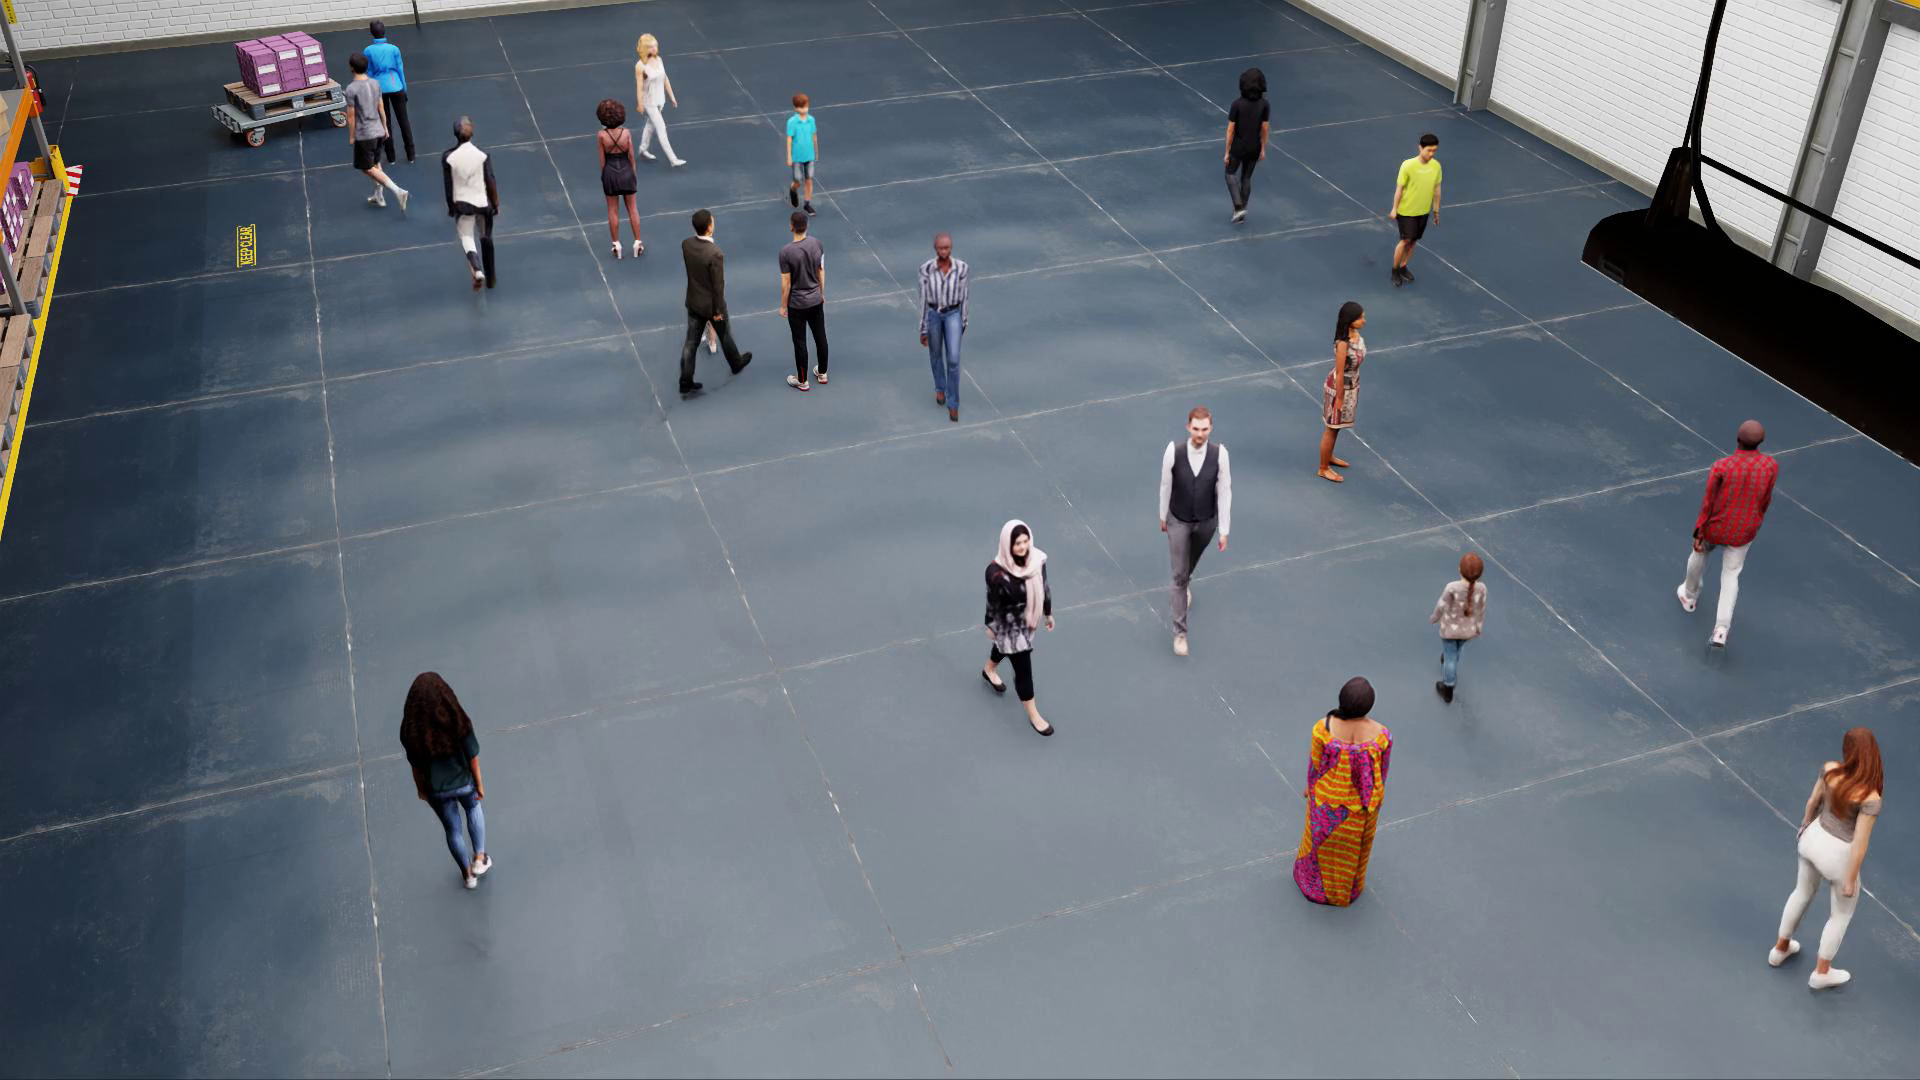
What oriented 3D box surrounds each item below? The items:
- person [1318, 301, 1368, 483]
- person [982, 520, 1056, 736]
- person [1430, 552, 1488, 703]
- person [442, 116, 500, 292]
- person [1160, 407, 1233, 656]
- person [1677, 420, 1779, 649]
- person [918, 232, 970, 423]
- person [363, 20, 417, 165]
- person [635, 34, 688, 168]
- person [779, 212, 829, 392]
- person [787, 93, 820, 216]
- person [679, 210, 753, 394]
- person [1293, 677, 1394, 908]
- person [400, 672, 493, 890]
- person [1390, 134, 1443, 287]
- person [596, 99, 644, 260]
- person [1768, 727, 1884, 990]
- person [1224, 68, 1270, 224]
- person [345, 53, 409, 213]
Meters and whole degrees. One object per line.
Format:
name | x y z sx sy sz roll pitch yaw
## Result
person | 3.313 -1.319 14.464 0.774 1.645 0.704 13 36 19
person | 0.349 0.523 11.744 0.878 1.588 1.180 -25 41 -32
person | 3.584 0.650 11.925 0.585 1.176 0.761 -3 34 -5
person | -5.128 -3.484 17.508 0.699 1.881 0.890 -10 35 -14
person | 1.756 -0.200 12.565 0.993 1.884 1.354 1 34 1
person | 5.757 -0.042 12.402 1.083 1.801 1.273 8 34 11
person | -0.179 -2.048 15.451 0.780 1.767 0.984 -2 34 -3
person | -7.134 -5.590 20.752 0.596 1.797 0.550 -13 36 -19
person | -3.879 -5.484 20.746 1.122 1.627 1.028 17 37 23
person | -1.481 -2.270 15.788 0.698 1.763 0.633 -23 40 -30
person | -1.878 -4.543 19.498 0.591 1.441 0.694 -17 37 -24
person | -2.470 -2.209 15.696 1.181 1.764 1.175 19 38 26
person | 2.346 1.504 10.180 0.770 1.687 0.813 6 34 9
person | -3.133 1.541 10.195 0.589 1.607 0.596 -12 35 -18
person | 4.825 -3.588 17.835 0.628 1.692 0.671 -10 35 -14
person | -3.761 -3.969 18.322 0.542 1.786 0.534 -10 35 -15
person | 5.023 1.856 9.639 0.789 1.698 0.499 -4 34 -6
person | 3.275 -4.458 19.033 0.734 1.816 0.799 -4 34 -6
person | -6.822 -4.703 19.371 1.135 1.849 1.044 18 38 25
